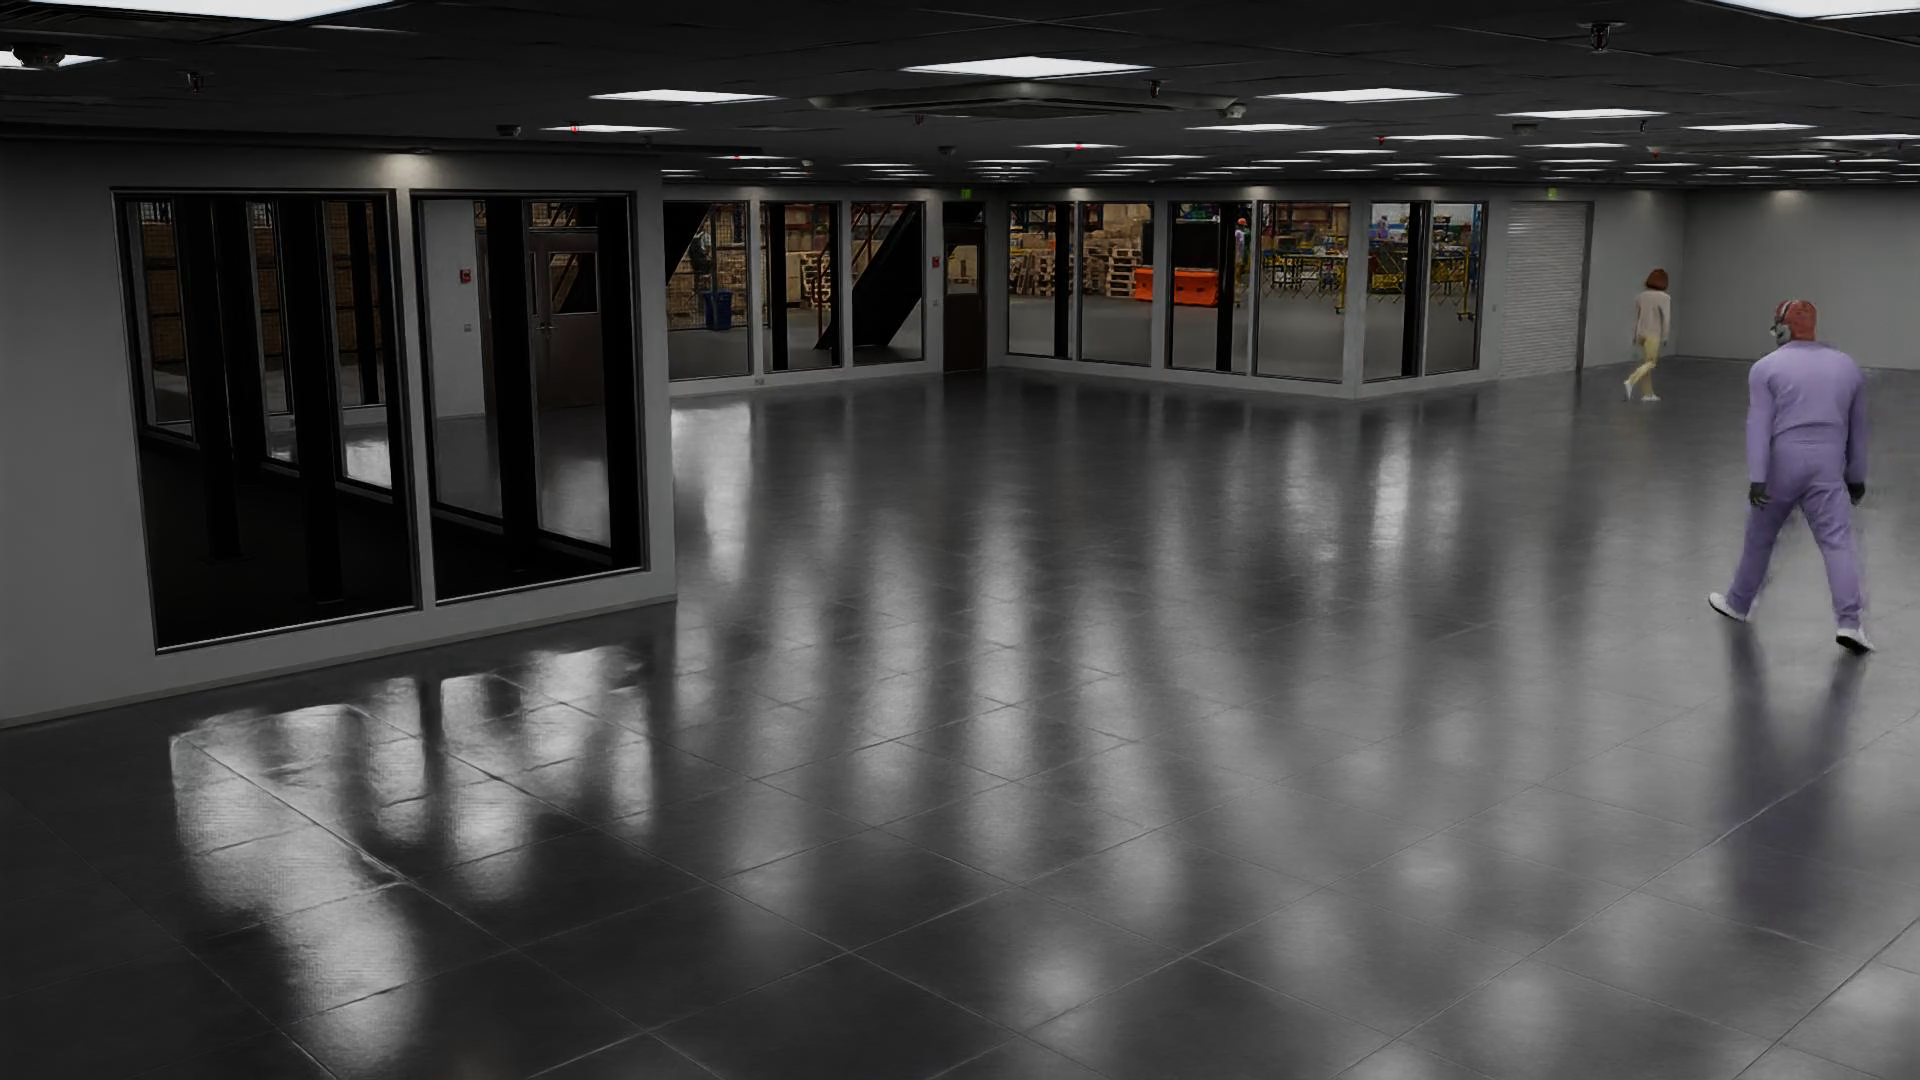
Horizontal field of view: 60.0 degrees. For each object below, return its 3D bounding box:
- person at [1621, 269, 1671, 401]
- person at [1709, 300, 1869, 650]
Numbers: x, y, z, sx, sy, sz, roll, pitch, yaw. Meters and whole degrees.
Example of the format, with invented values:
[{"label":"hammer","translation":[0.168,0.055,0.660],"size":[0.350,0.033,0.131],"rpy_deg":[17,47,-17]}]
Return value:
[{"label":"person","translation":[8.221,-2.441,19.943],"size":[0.670,1.613,0.509],"rpy_deg":[-5,12,-24]},{"label":"person","translation":[4.597,-0.366,9.026],"size":[0.694,1.835,1.070],"rpy_deg":[0,11,0]}]
